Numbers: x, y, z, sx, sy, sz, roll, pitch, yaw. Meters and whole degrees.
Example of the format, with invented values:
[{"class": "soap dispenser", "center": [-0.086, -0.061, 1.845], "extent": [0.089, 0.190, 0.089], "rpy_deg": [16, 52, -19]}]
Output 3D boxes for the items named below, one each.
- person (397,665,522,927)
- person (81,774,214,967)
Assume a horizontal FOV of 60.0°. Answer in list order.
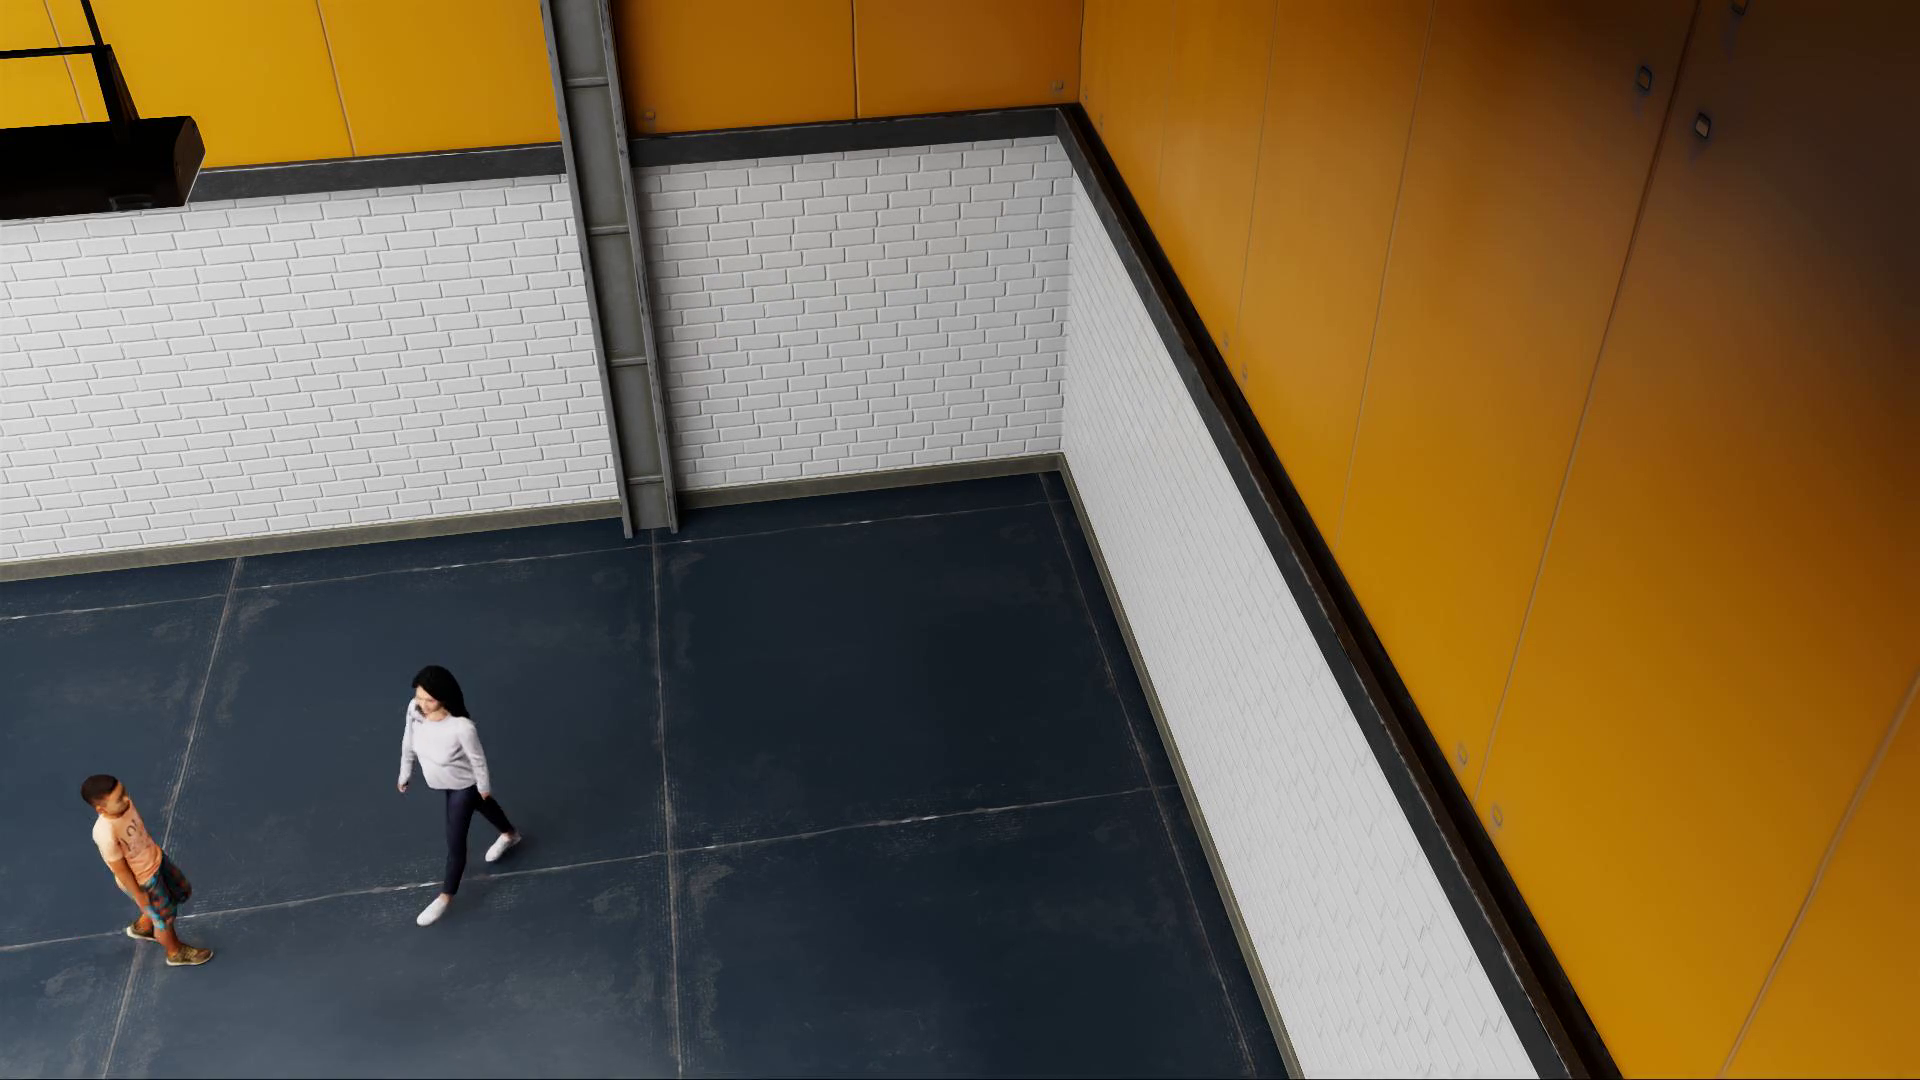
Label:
[{"class": "person", "center": [-2.774, 1.293, 9.396], "extent": [1.076, 1.658, 1.133], "rpy_deg": [24, 44, 27]}, {"class": "person", "center": [-4.464, 1.787, 8.942], "extent": [0.645, 1.451, 0.534], "rpy_deg": [-6, 39, -7]}]
